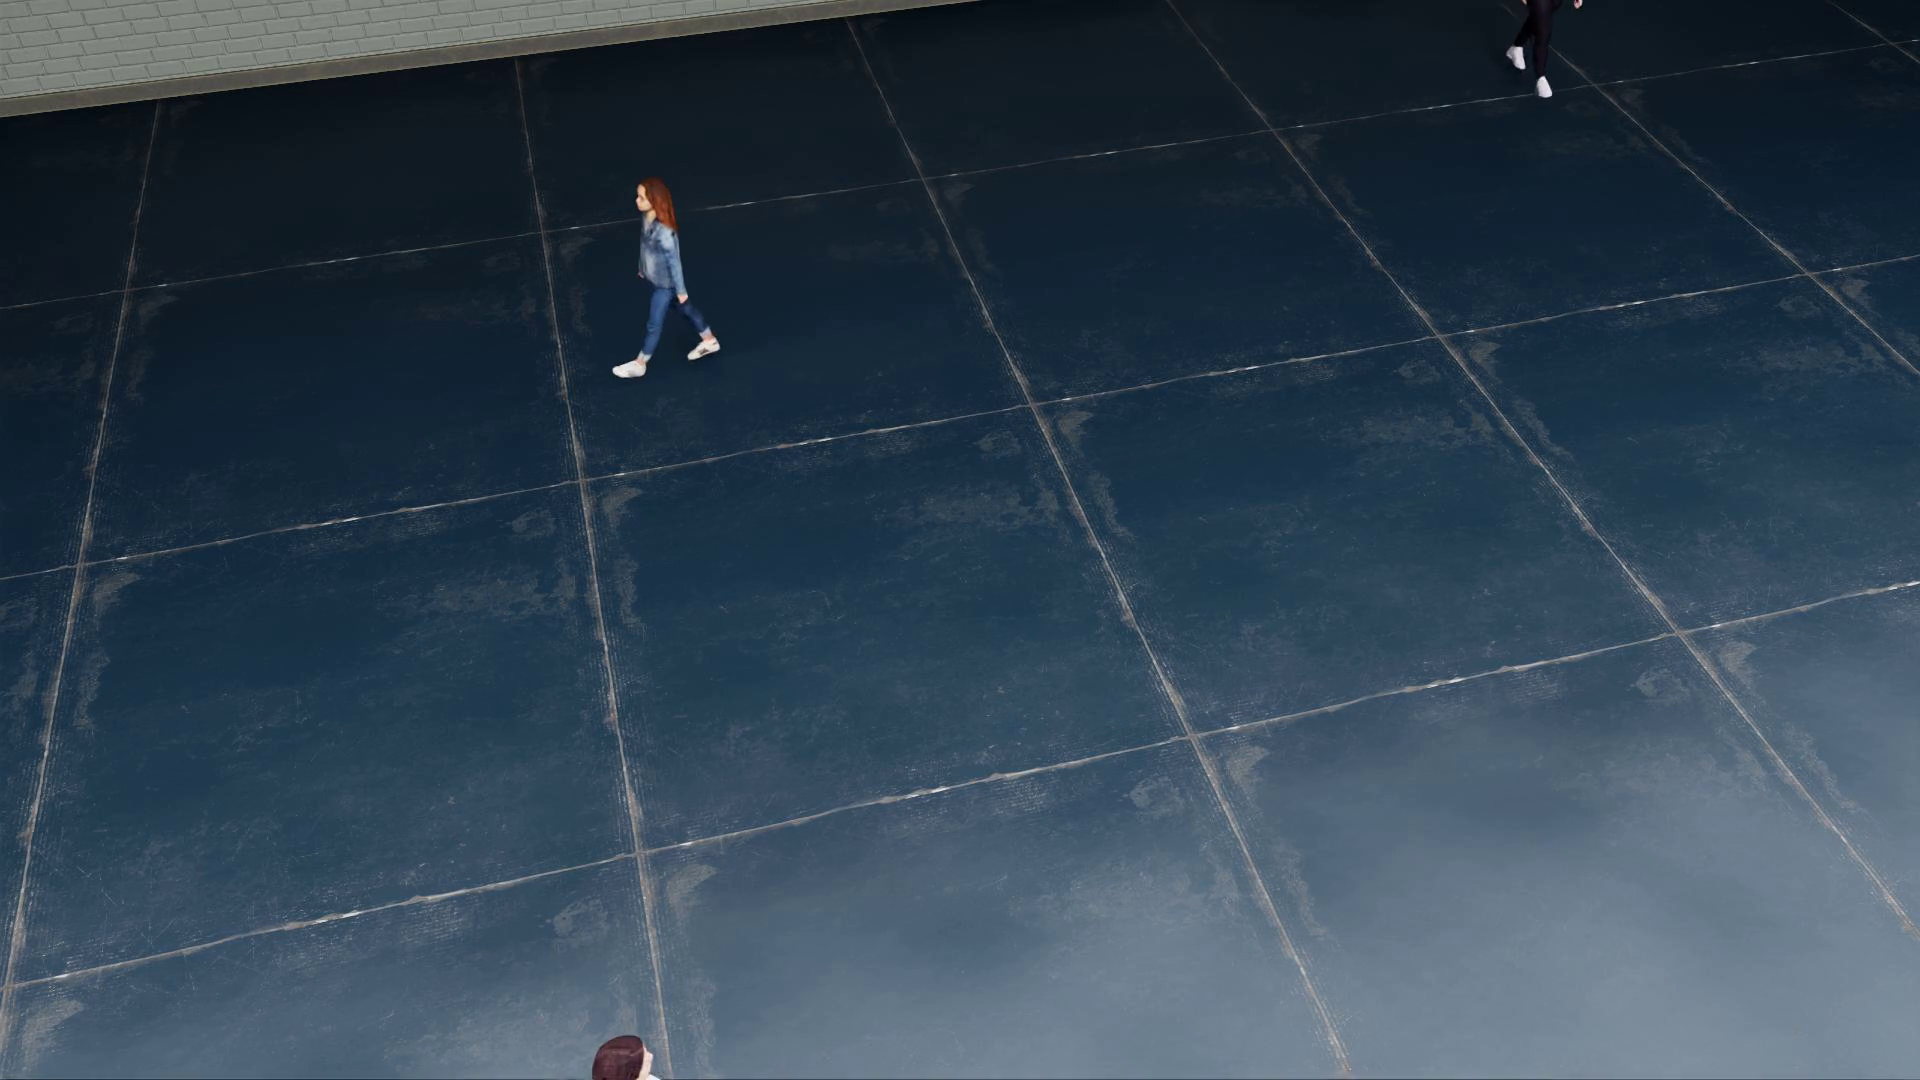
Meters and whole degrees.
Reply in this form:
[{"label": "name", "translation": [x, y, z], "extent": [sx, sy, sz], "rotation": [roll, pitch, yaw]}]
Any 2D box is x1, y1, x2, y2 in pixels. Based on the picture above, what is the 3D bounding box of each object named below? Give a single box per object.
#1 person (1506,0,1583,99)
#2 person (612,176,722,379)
[{"label": "person", "translation": [4.917, -4.624, 13.973], "extent": [0.657, 1.592, 1.101], "rotation": [-7, 43, -7]}, {"label": "person", "translation": [-1.886, -1.745, 10.997], "extent": [0.782, 1.444, 0.988], "rotation": [-19, 46, -19]}]
